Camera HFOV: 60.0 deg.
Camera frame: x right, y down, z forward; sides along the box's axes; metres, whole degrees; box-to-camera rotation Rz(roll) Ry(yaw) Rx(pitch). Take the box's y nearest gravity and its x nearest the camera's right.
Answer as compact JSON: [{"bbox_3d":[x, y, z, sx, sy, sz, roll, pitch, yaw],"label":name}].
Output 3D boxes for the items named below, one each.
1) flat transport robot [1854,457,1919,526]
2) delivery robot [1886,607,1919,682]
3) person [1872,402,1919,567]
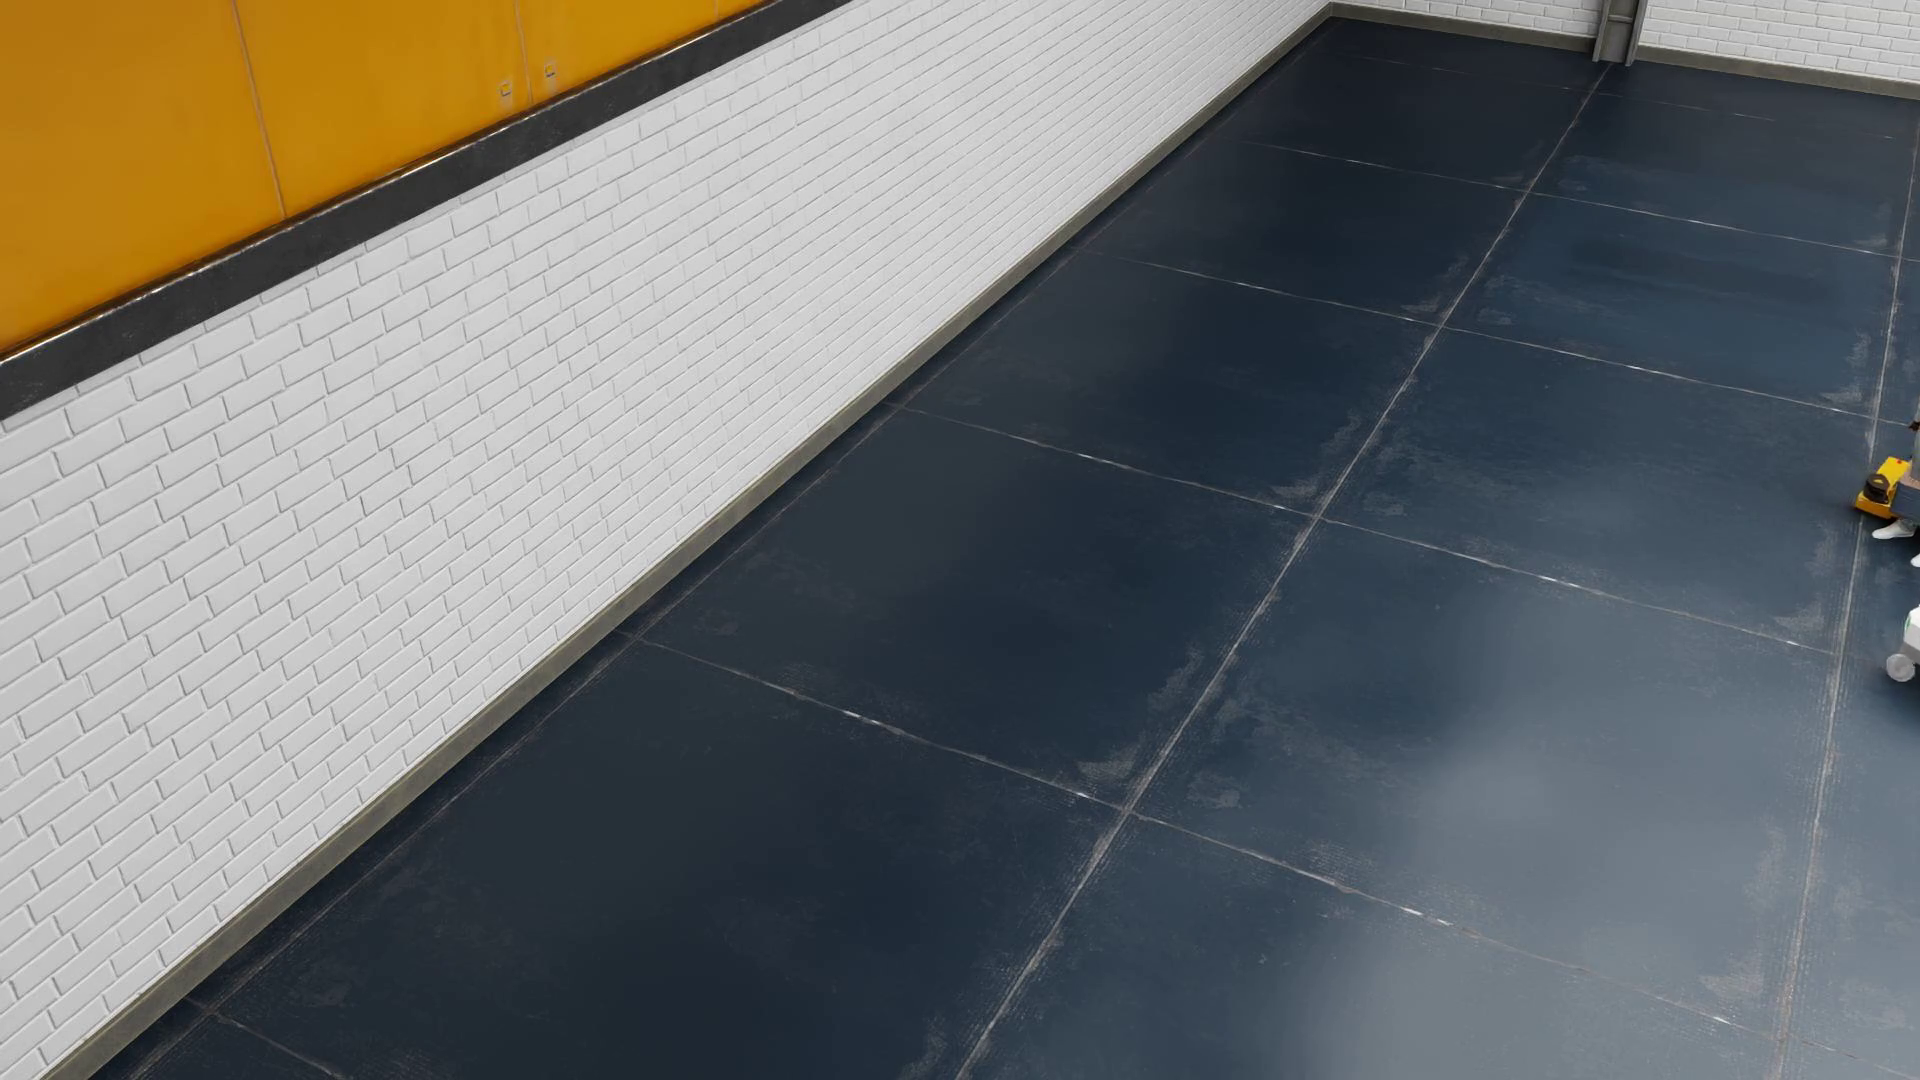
[{"bbox_3d":[6.356,-0.147,10.196,1.431,0.231,0.659,26,42,33],"label":"flat transport robot"},{"bbox_3d":[5.361,0.661,8.753,0.499,0.613,0.811,-17,38,-24],"label":"delivery robot"},{"bbox_3d":[5.752,-0.657,9.643,0.335,1.734,0.481,-11,35,-16],"label":"person"}]
